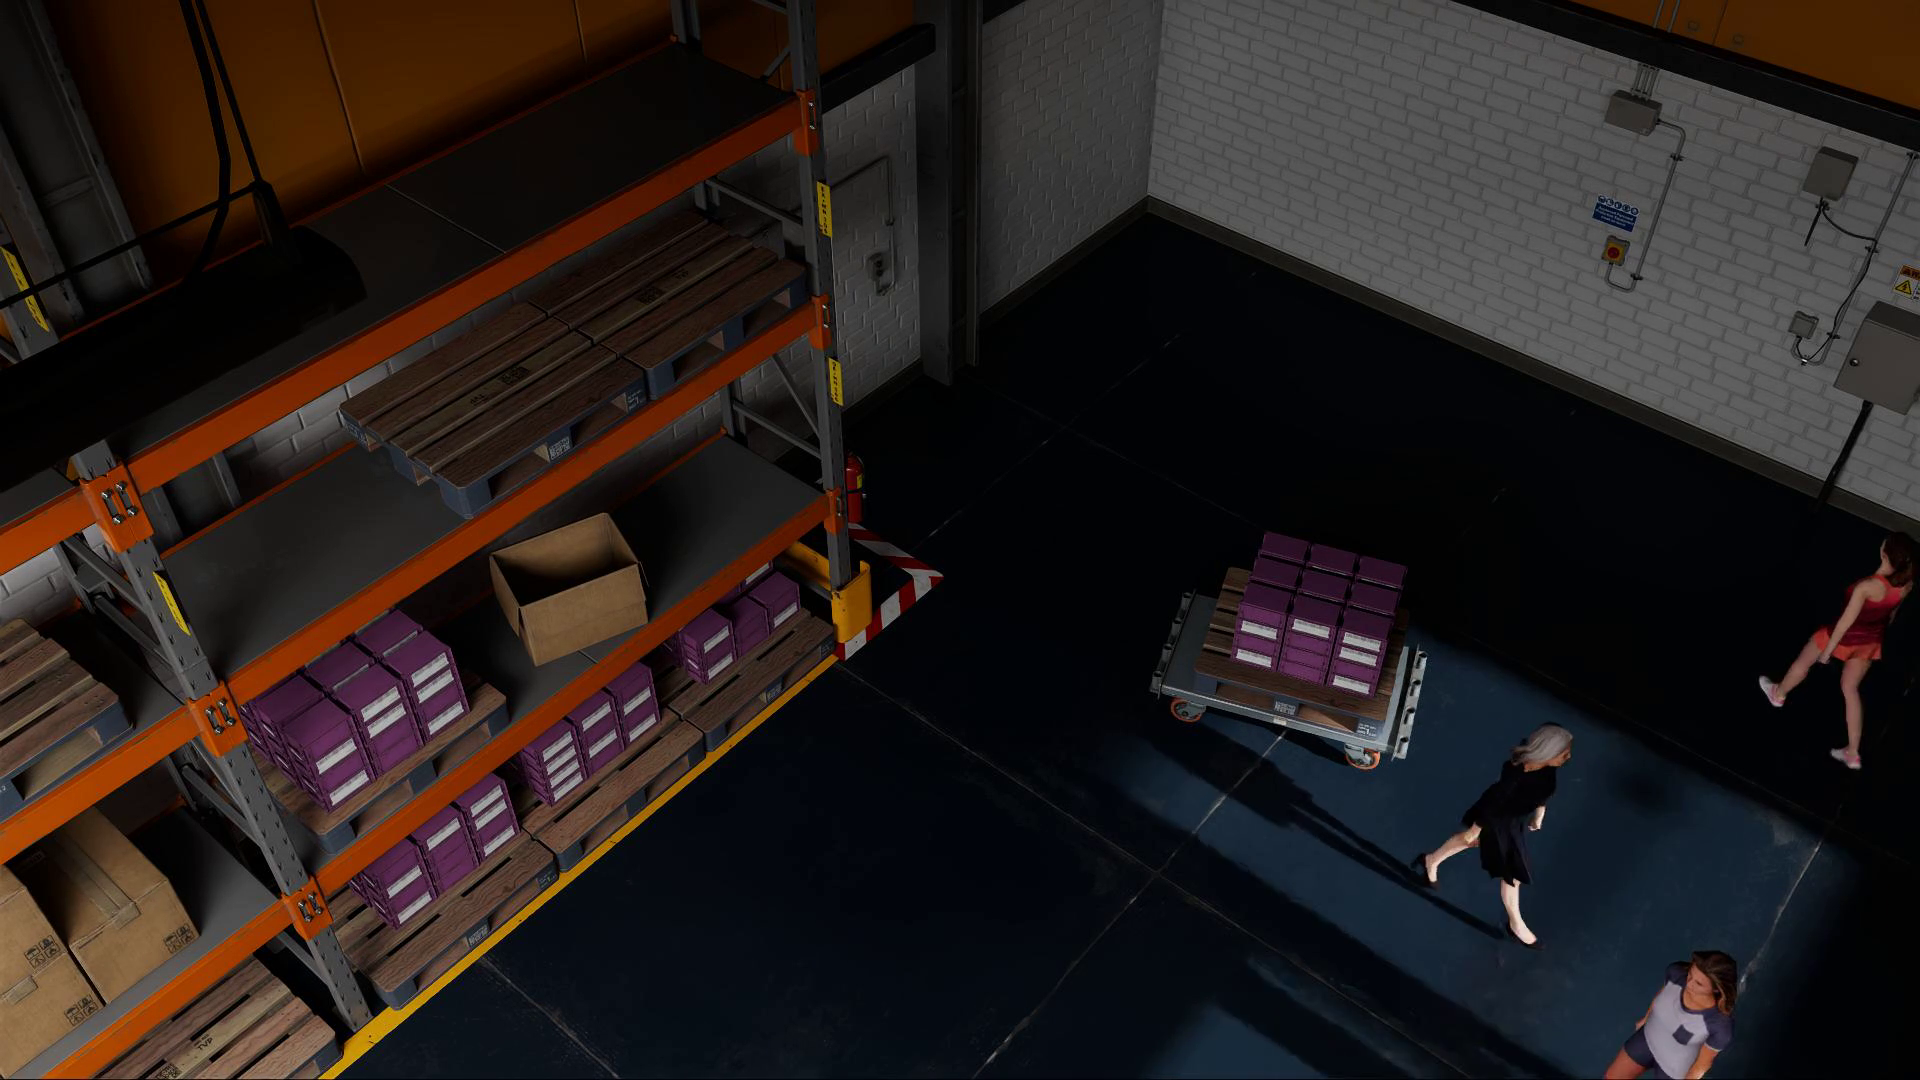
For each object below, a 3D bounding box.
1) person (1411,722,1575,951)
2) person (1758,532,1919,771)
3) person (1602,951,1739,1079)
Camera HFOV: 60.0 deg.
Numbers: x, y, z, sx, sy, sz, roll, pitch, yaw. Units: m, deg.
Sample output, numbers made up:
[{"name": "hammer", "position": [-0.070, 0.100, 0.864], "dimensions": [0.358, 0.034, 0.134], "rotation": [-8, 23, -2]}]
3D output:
[{"name": "person", "position": [2.957, 1.545, 9.335], "dimensions": [1.060, 1.702, 0.709], "rotation": [-30, 51, -28]}, {"name": "person", "position": [5.531, 0.682, 10.232], "dimensions": [1.085, 1.714, 1.114], "rotation": [-4, 44, -4]}, {"name": "person", "position": [3.607, 2.534, 8.286], "dimensions": [0.909, 1.716, 0.819], "rotation": [-14, 45, -14]}]
